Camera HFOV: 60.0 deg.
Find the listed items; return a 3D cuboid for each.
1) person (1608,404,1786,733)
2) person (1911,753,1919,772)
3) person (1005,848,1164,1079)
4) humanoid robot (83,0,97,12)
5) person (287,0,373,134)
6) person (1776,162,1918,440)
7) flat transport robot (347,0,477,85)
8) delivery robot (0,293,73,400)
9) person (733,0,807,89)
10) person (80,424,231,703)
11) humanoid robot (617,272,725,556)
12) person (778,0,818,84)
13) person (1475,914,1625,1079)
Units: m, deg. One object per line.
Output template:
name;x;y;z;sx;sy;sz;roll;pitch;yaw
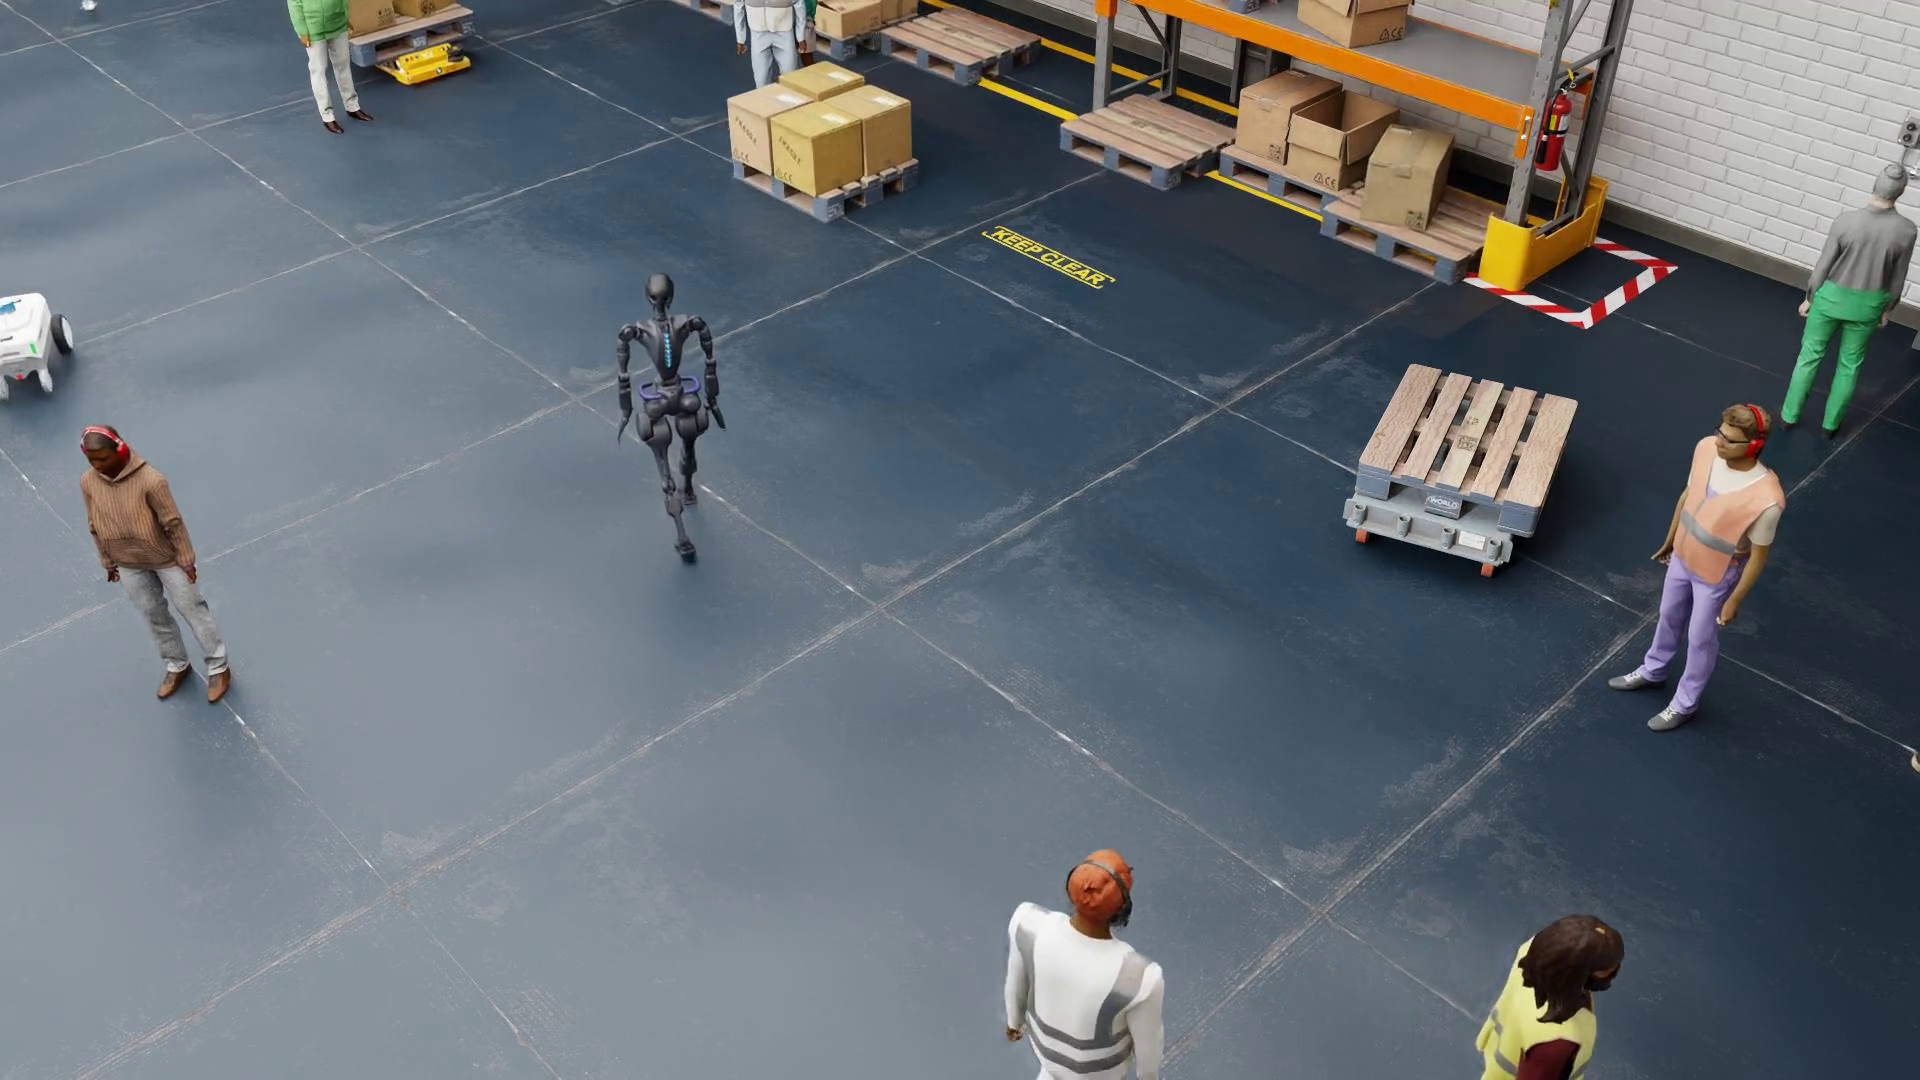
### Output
person;3.622;0.133;8.049;0.382;1.844;0.564;-10;38;-13
person;4.916;0.337;7.693;0.372;1.953;0.600;26;44;30
person;0.429;1.774;5.855;0.603;1.870;0.468;19;41;23
humanoid robot;-8.748;-5.975;16.228;0.543;1.765;0.919;-8;38;-10
person;-5.382;-4.360;14.051;0.383;1.784;0.539;23;43;27
person;5.442;-1.467;10.174;0.524;1.841;0.332;12;39;15
flat transport robot;-5.301;-4.639;15.675;1.431;0.231;0.659;31;47;34
delivery robot;-6.257;-1.336;11.066;0.499;0.596;0.795;-11;39;-15
person;-1.555;-4.197;13.733;0.597;1.910;0.403;0;37;0
person;-4.014;0.103;8.256;0.469;1.643;0.337;1;37;1
humanoid robot;-1.635;-0.733;9.390;0.613;1.644;0.781;-13;39;-16
person;-1.437;-4.435;14.097;0.492;1.847;0.400;-12;39;-15
person;2.006;1.892;5.800;0.785;1.744;0.474;6;37;7
